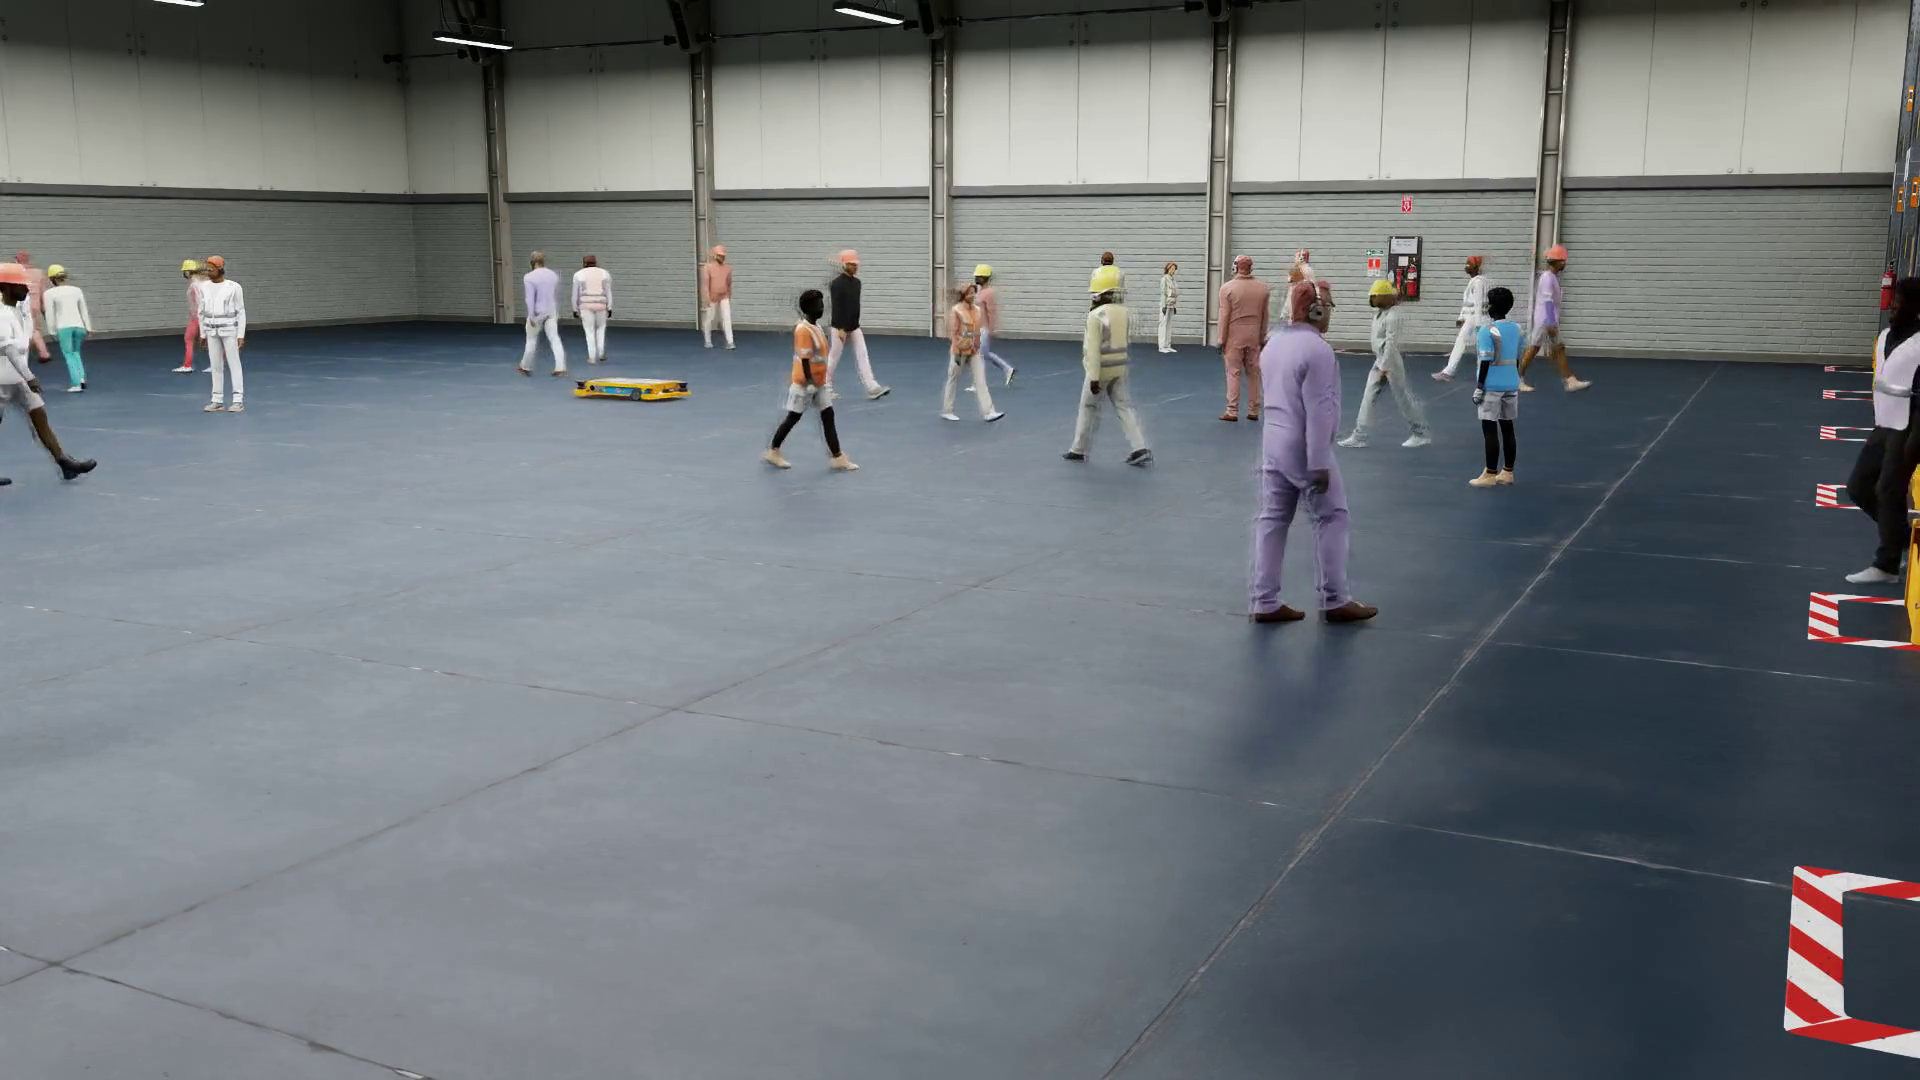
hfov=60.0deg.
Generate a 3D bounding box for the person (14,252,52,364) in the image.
[{"bbox_3d":[-15.567,-3.867,27.728,1.019,1.862,0.656,4,11,19],"label":"person"}]

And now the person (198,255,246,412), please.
[{"bbox_3d":[-8.926,-2.487,20.116,0.575,1.886,0.362,2,11,9],"label":"person"}]

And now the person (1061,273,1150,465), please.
[{"bbox_3d":[1.388,-1.579,15.443,0.926,1.792,0.611,9,14,42],"label":"person"}]

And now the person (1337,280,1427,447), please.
[{"bbox_3d":[4.308,-1.762,16.696,0.916,1.689,0.496,-2,11,-9],"label":"person"}]

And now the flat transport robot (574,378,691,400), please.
[{"bbox_3d":[-4.305,-1.993,21.831,1.431,0.197,0.652,6,12,28],"label":"flat transport robot"}]

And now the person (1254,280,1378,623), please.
[{"bbox_3d":[1.980,-0.472,9.120,0.785,1.881,0.673,-4,11,-20],"label":"person"}]

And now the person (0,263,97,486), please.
[{"bbox_3d":[-7.987,-1.397,14.167,1.019,1.878,0.548,-1,10,-6],"label":"person"}]

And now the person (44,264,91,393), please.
[{"bbox_3d":[-12.144,-2.876,22.637,0.502,1.738,0.545,6,12,32],"label":"person"}]

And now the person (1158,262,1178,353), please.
[{"bbox_3d":[3.791,-4.225,30.277,0.314,1.635,0.514,7,12,32],"label":"person"}]

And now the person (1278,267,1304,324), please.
[{"bbox_3d":[5.251,-3.555,26.685,0.684,1.610,0.514,0,10,0],"label":"person"}]

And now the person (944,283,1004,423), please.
[{"bbox_3d":[0.102,-2.121,18.912,0.877,1.585,0.536,10,15,44],"label":"person"}]

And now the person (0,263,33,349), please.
[{"bbox_3d":[-12.238,-2.658,21.372,0.601,1.774,0.943,-4,11,-22],"label":"person"}]

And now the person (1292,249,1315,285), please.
[{"bbox_3d":[5.545,-3.770,27.058,0.401,1.910,0.642,3,11,18],"label":"person"}]

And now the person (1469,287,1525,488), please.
[{"bbox_3d":[4.541,-1.286,14.080,0.540,1.695,0.317,-7,13,-35],"label":"person"}]

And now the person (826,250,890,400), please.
[{"bbox_3d":[-1.416,-2.764,21.483,1.040,1.933,0.651,7,13,35],"label":"person"}]

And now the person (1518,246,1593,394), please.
[{"bbox_3d":[7.985,-2.956,22.411,1.062,1.980,0.632,7,12,32],"label":"person"}]

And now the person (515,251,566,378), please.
[{"bbox_3d":[-6.334,-3.394,25.074,1.027,1.885,0.638,9,14,41],"label":"person"}]

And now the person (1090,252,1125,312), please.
[{"bbox_3d":[2.567,-4.112,29.099,0.633,1.842,0.429,-3,11,-15],"label":"person"}]

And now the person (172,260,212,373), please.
[{"bbox_3d":[-11.926,-3.455,25.801,0.786,1.737,0.525,-3,11,-18],"label":"person"}]

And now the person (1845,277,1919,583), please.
[{"bbox_3d":[5.682,-0.647,10.090,0.452,1.881,0.626,1,10,3],"label":"person"}]

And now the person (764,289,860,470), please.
[{"bbox_3d":[-1.388,-1.444,15.090,0.889,1.659,0.534,3,11,16],"label":"person"}]

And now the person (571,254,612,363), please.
[{"bbox_3d":[-6.208,-3.895,27.980,0.654,1.813,0.703,-5,11,-24],"label":"person"}]

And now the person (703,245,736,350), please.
[{"bbox_3d":[-4.572,-4.568,31.323,0.614,1.950,1.028,-6,12,-28],"label":"person"}]

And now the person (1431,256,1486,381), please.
[{"bbox_3d":[7.487,-3.230,24.322,0.989,1.836,0.576,3,11,18],"label":"person"}]

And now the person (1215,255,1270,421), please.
[{"bbox_3d":[3.230,-2.319,19.145,0.649,1.906,0.401,-4,11,-19],"label":"person"}]

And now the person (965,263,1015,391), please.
[{"bbox_3d":[0.411,-2.926,22.875,0.697,1.747,0.525,-3,11,-15],"label":"person"}]

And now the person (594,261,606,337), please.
[{"bbox_3d":[-7.663,-5.074,34.910,0.507,1.631,0.281,-9,14,-41],"label":"person"}]
